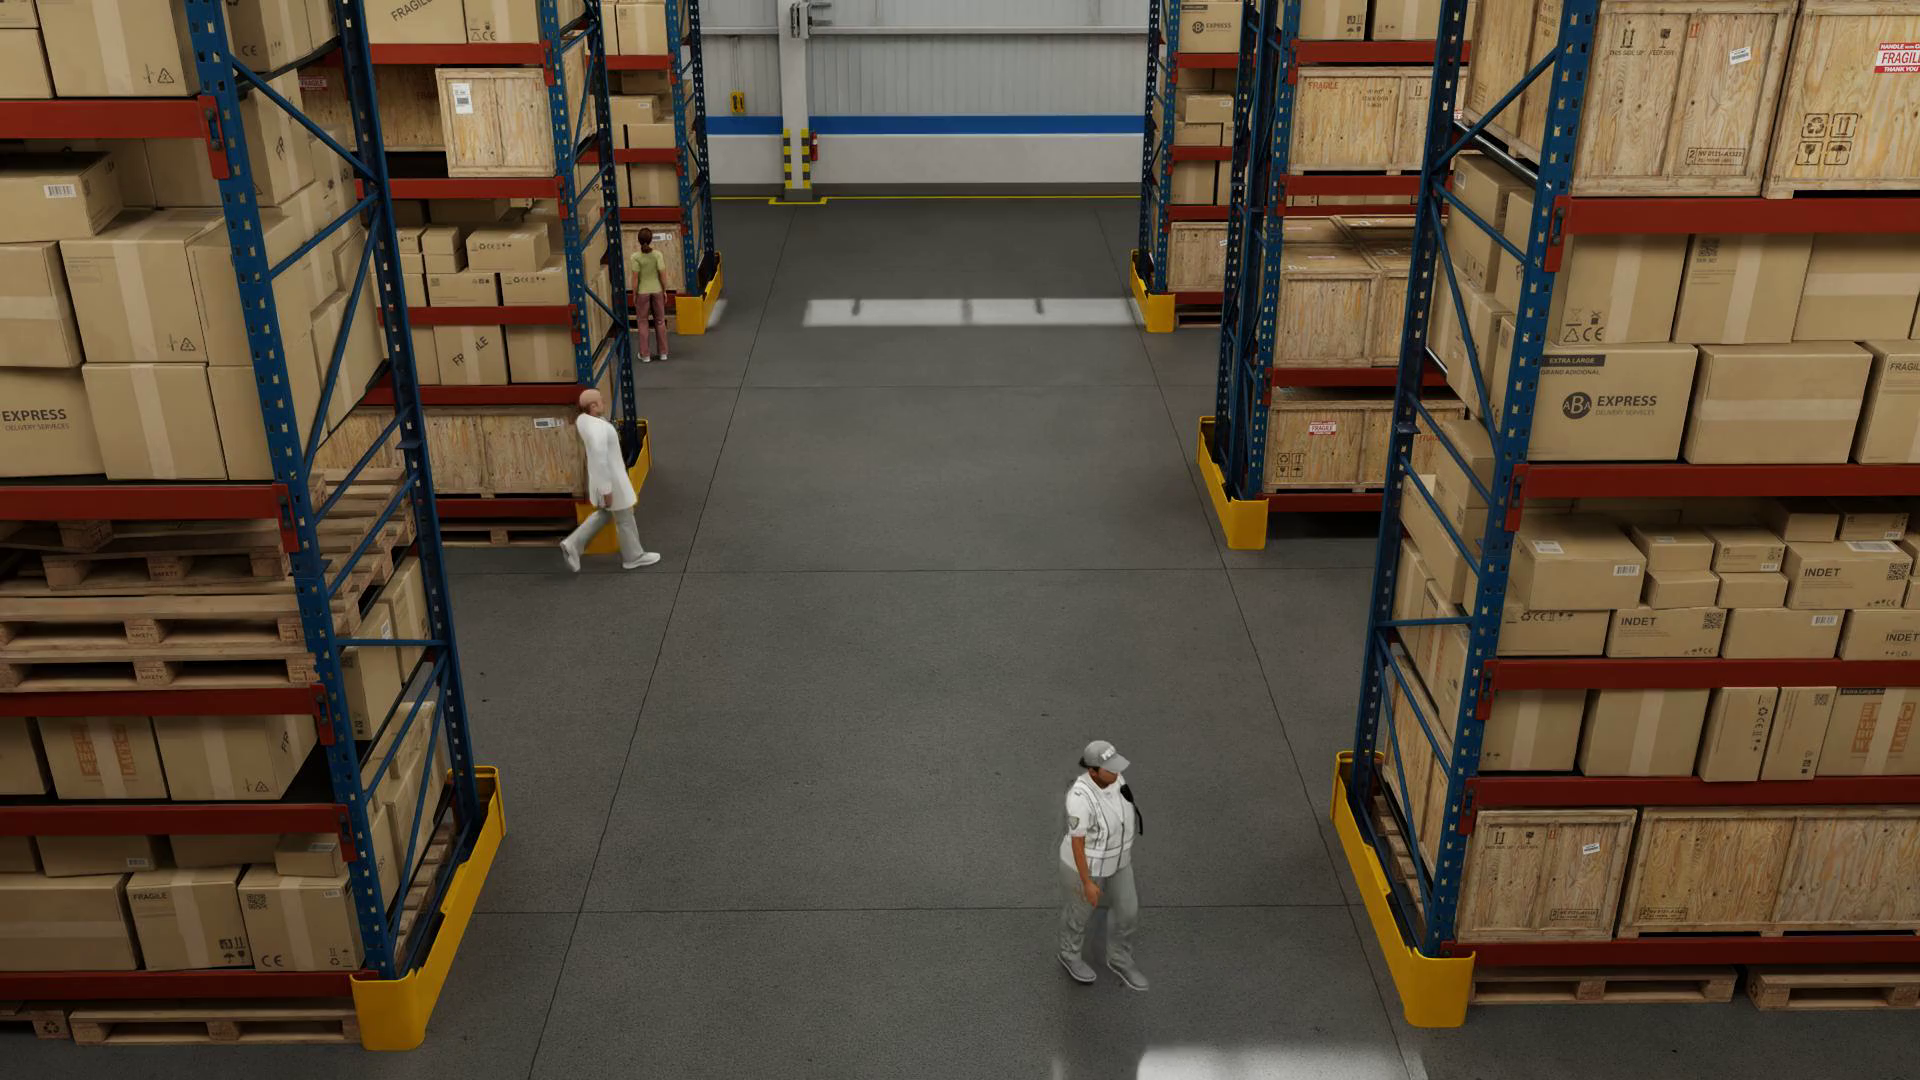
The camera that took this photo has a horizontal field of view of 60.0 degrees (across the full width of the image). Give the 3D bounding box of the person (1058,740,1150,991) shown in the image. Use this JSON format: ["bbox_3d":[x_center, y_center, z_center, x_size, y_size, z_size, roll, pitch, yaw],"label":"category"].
[{"bbox_3d":[0.843,1.938,9.845,0.491,1.690,0.551,-22,33,-39],"label":"person"}]

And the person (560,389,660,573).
[{"bbox_3d":[-3.216,-0.541,15.030,0.882,1.762,0.581,-18,30,-33],"label":"person"}]

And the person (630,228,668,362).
[{"bbox_3d":[-3.826,-3.022,20.452,0.430,1.670,0.406,-9,26,-18],"label":"person"}]
